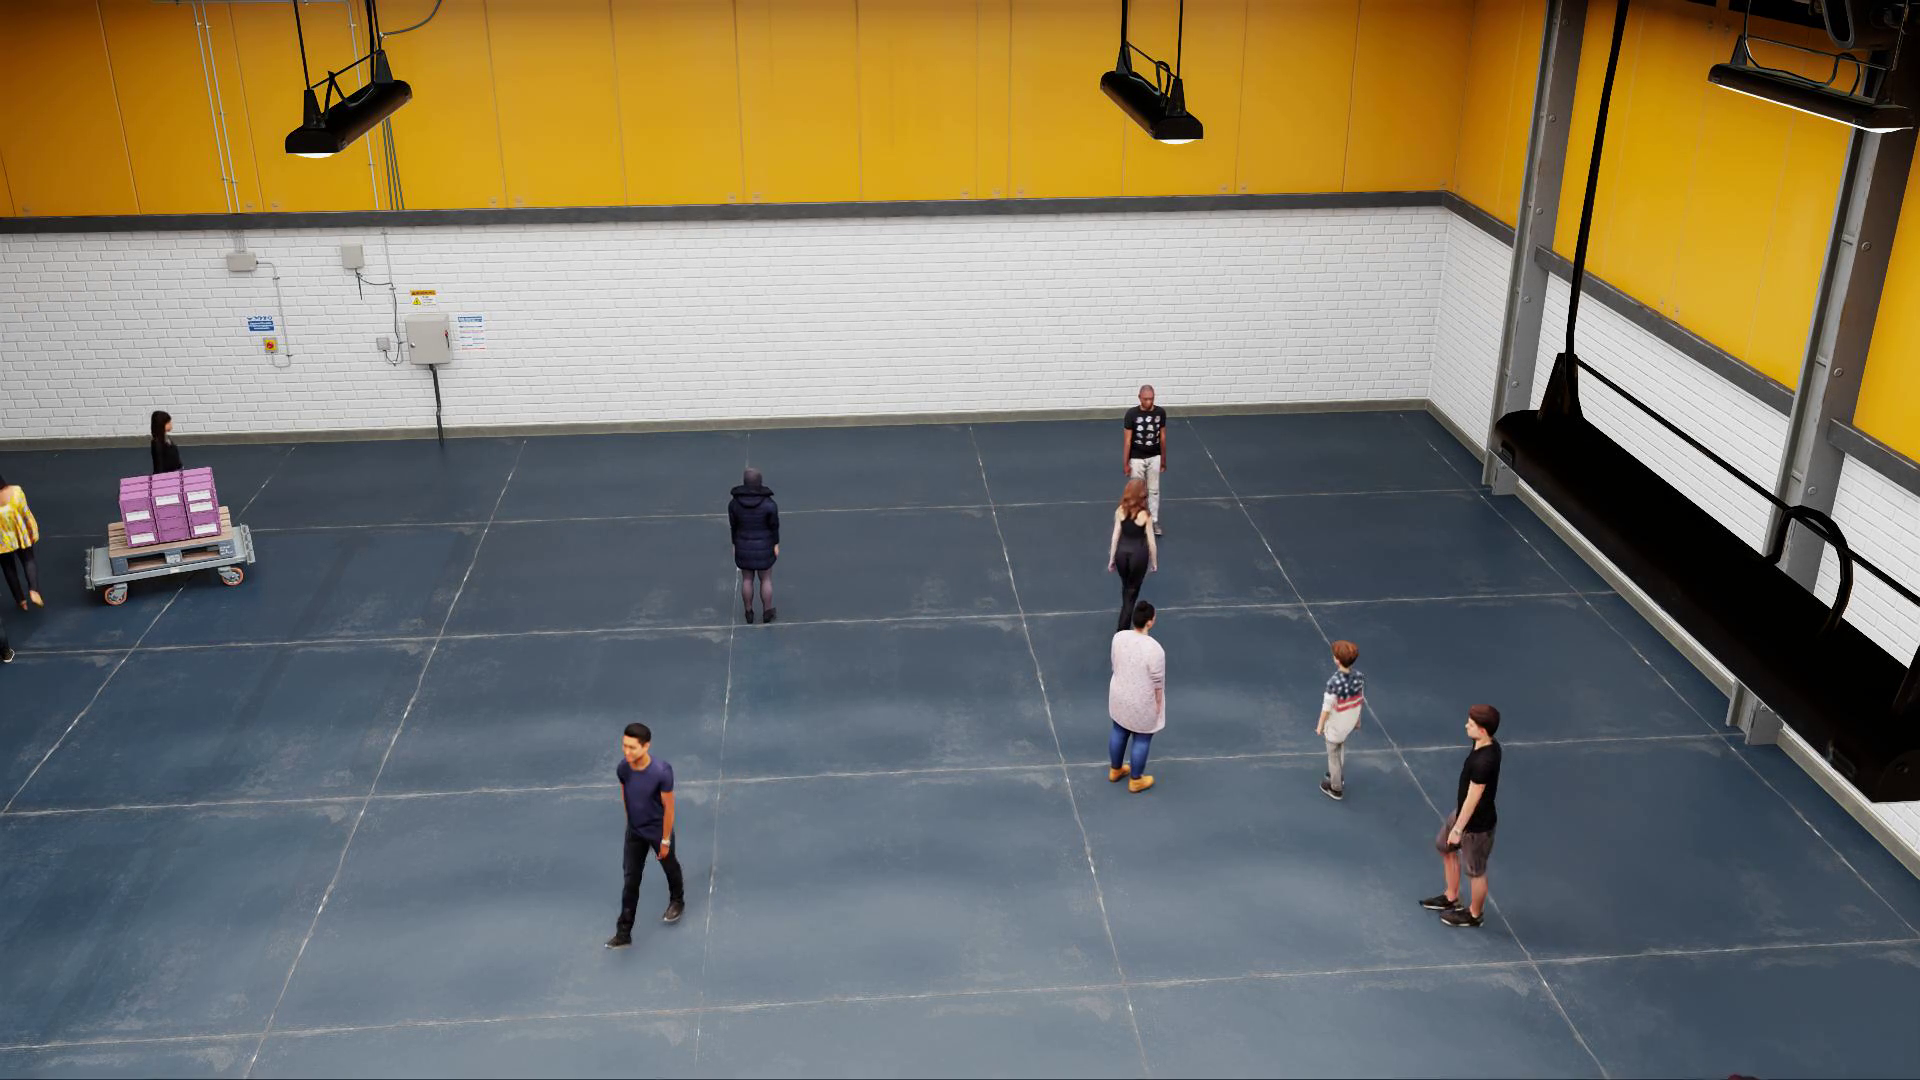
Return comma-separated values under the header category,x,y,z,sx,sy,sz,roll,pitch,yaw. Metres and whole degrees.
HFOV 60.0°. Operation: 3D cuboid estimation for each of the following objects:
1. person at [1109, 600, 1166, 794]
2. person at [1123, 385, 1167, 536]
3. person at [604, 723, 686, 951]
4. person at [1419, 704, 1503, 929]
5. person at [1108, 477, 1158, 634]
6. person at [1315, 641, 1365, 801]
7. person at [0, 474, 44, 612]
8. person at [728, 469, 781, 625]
category,x,y,z,sx,sy,sz,roll,pitch,yaw
person,1.462,1.298,13.967,0.787,1.744,0.854,20,31,38
person,2.107,-0.930,18.995,0.683,1.801,0.645,-5,24,-10
person,-2.203,2.083,12.165,0.934,1.749,1.160,8,25,18
person,3.844,2.040,12.136,0.865,1.851,0.758,5,24,12
person,1.659,0.239,16.422,0.907,1.718,1.041,11,26,24
person,3.220,1.516,13.863,0.632,1.428,0.672,-14,27,-28
person,-9.717,0.011,17.038,0.888,1.642,0.951,-18,29,-35
person,-2.085,0.054,16.899,0.717,1.676,0.702,1,24,3
